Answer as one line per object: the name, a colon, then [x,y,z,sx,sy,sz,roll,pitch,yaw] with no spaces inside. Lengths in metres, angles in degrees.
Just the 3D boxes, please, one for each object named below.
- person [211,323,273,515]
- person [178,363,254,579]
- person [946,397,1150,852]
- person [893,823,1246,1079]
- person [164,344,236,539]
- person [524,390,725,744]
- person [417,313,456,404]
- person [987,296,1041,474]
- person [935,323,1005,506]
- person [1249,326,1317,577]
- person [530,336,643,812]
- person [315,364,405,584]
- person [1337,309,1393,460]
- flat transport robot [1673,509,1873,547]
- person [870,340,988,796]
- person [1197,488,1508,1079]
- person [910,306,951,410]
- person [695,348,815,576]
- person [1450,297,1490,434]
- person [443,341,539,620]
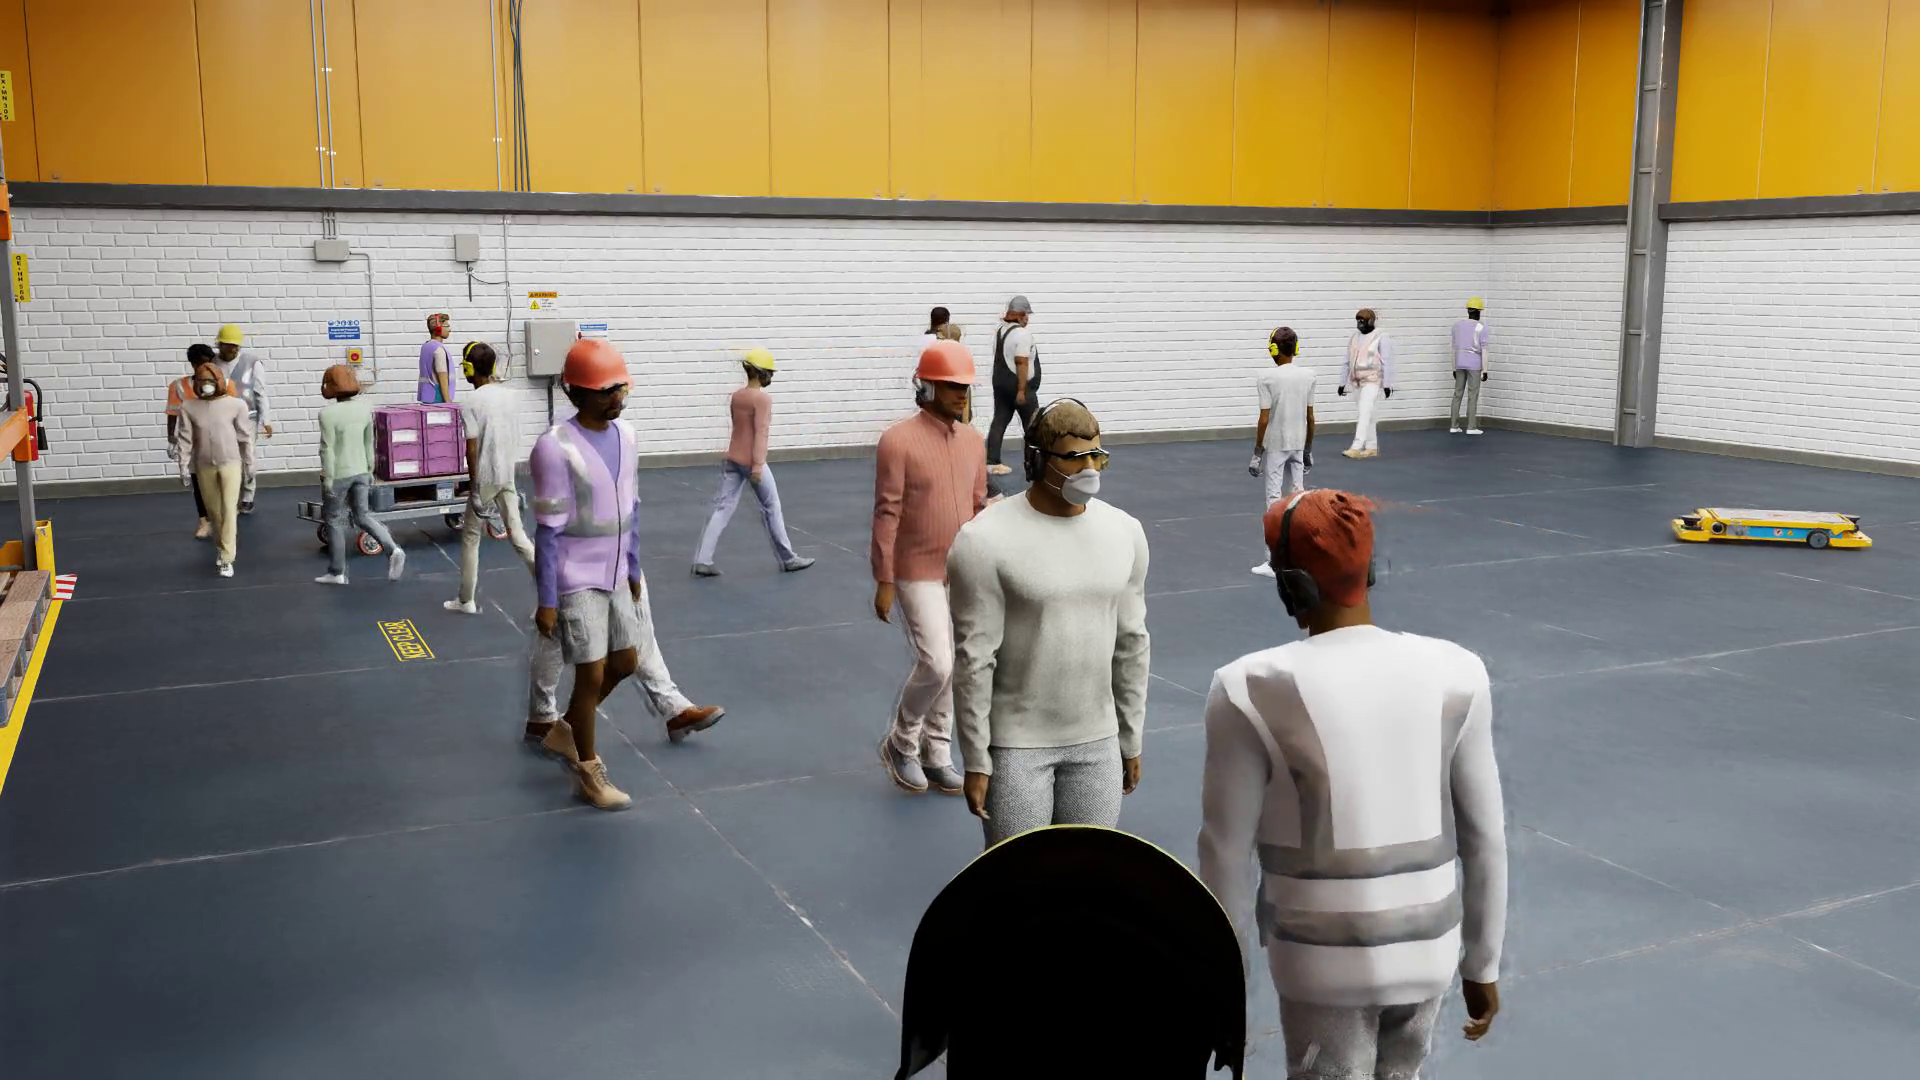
person: [-6.770,-1.119,15.510,0.678,1.787,0.714,-1,9,-6]
person: [-5.619,-0.547,12.570,0.507,1.592,0.829,-1,9,-9]
person: [0.255,0.565,4.640,0.622,1.932,0.368,-5,10,-26]
person: [0.062,1.125,1.148,0.587,1.930,0.355,2,9,14]
person: [-6.326,-0.805,13.898,0.560,1.657,0.695,-3,10,-18]
person: [-1.647,0.065,7.853,1.010,1.885,0.639,3,9,15]
person: [-5.342,-1.394,17.034,0.390,1.846,0.564,-6,11,-33]
person: [0.706,-1.751,18.646,0.996,2.000,0.700,-5,11,-30]
person: [-0.007,-1.138,15.616,0.959,1.803,0.524,-1,9,-7]
person: [2.393,-0.651,12.371,0.520,1.865,0.328,-3,10,-20]
person: [-1.587,0.145,7.003,0.683,2.009,0.644,5,10,26]
person: [-4.363,-0.459,11.962,0.686,1.609,0.508,4,10,24]
person: [4.815,-1.877,20.136,0.844,1.810,0.664,-6,11,-31]
flat transport robot: [6.798,-0.113,13.959,1.431,0.197,0.652,3,10,17]
person: [-0.089,0.137,7.117,0.433,1.976,0.645,9,13,43]
person: [0.768,0.830,3.217,0.592,1.854,0.525,-3,10,-16]
person: [-0.404,-1.617,18.278,0.692,1.887,0.635,-4,10,-22]
person: [-1.574,-0.572,12.394,0.933,1.701,0.557,-8,12,-39]
person: [7.141,-2.432,23.262,0.397,1.919,0.580,-8,12,-41]
person: [-3.014,-0.376,10.837,0.973,1.821,0.538,6,11,33]
